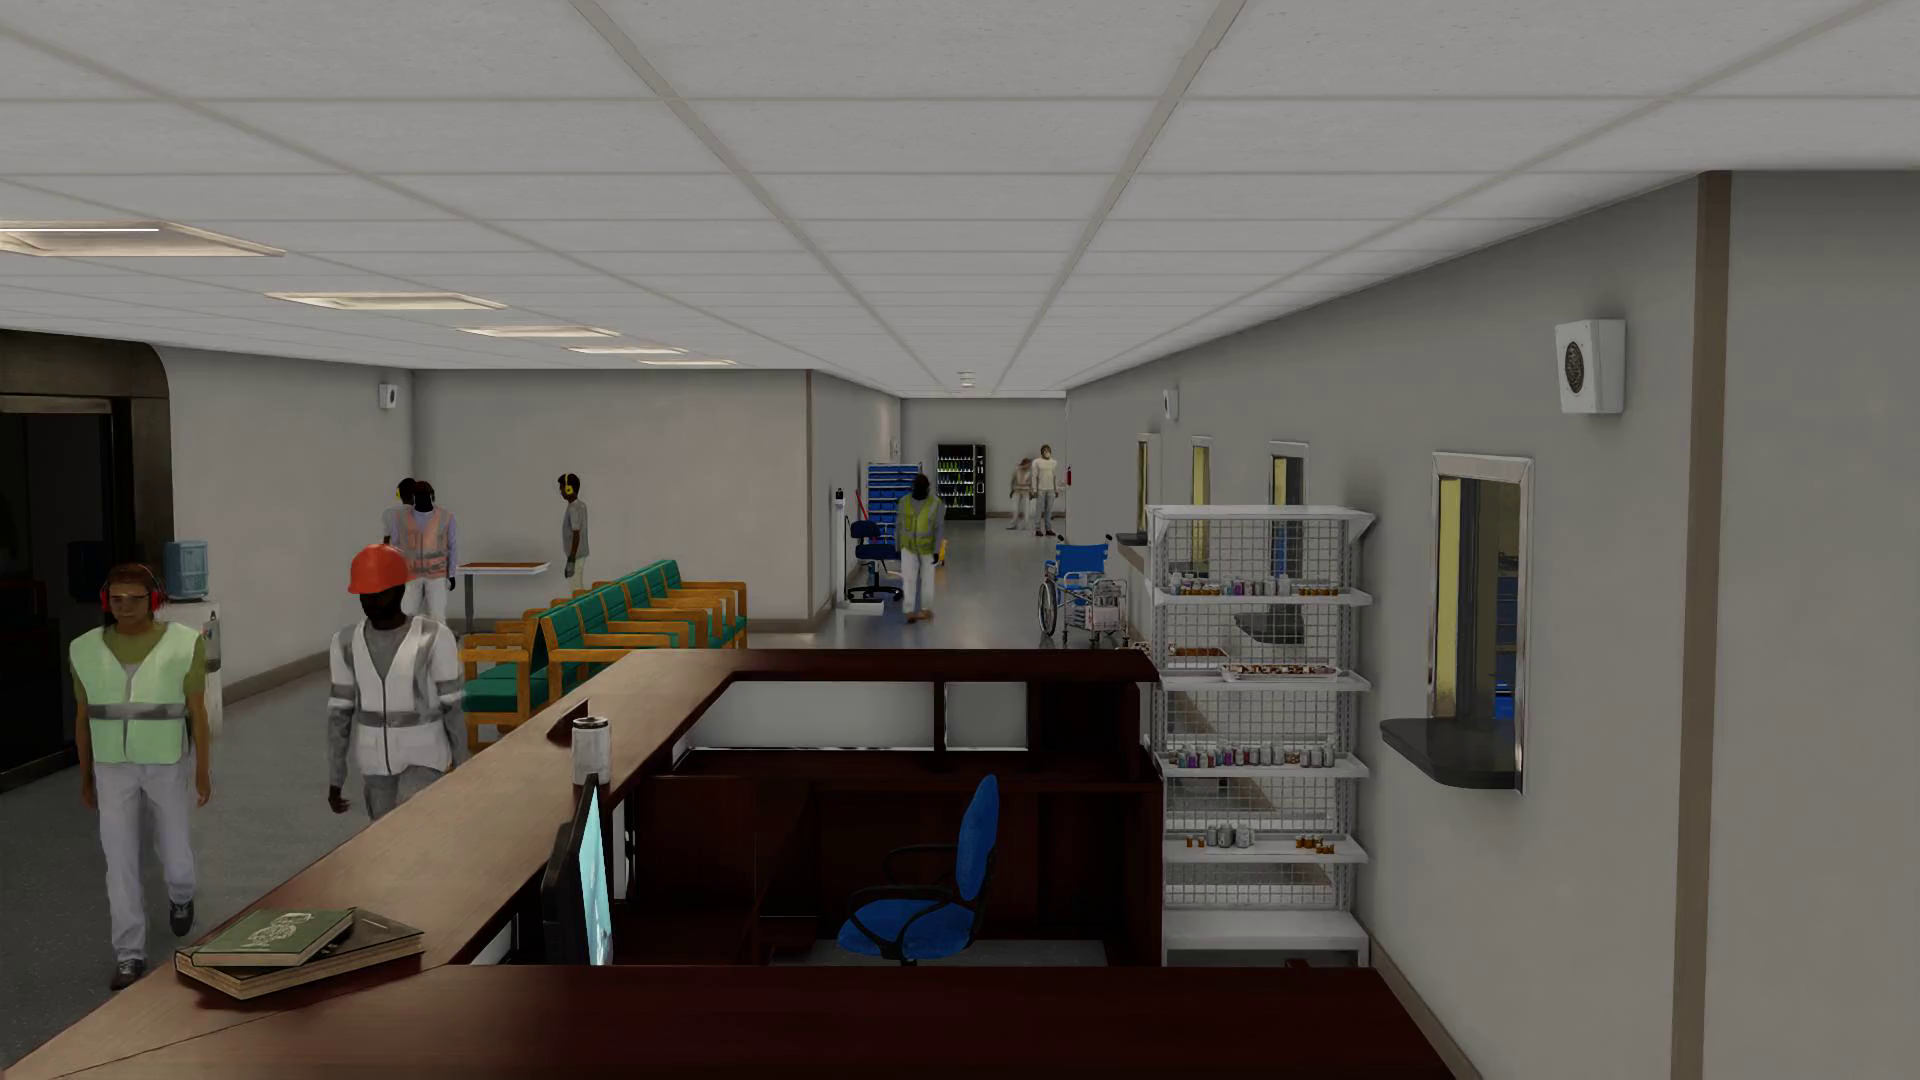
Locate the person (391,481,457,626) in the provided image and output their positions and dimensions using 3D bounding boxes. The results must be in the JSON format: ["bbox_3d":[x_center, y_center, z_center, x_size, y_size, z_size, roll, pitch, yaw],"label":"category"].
[{"bbox_3d":[-5.241,0.341,16.269,0.621,1.845,0.429,-1,4,-13],"label":"person"}]

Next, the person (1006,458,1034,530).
[{"bbox_3d":[1.325,-1.011,36.865,0.666,1.605,0.370,1,4,13],"label":"person"}]

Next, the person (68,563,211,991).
[{"bbox_3d":[-3.610,0.990,7.374,0.579,1.812,0.782,-1,4,-14],"label":"person"}]

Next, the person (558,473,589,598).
[{"bbox_3d":[-4.167,0.214,17.912,0.328,1.865,0.521,0,4,-5],"label":"person"}]

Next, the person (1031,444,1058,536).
[{"bbox_3d":[1.800,-1.044,35.045,0.627,1.940,0.372,-2,5,-29],"label":"person"}]

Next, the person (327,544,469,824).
[{"bbox_3d":[-2.434,0.969,7.088,0.560,1.894,0.855,0,4,6],"label":"person"}]

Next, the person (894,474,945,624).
[{"bbox_3d":[-0.492,0.106,19.982,0.643,1.795,0.903,1,4,10],"label":"person"}]

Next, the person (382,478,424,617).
[{"bbox_3d":[-5.565,0.302,16.763,0.520,1.858,0.333,-1,4,-10],"label":"person"}]
